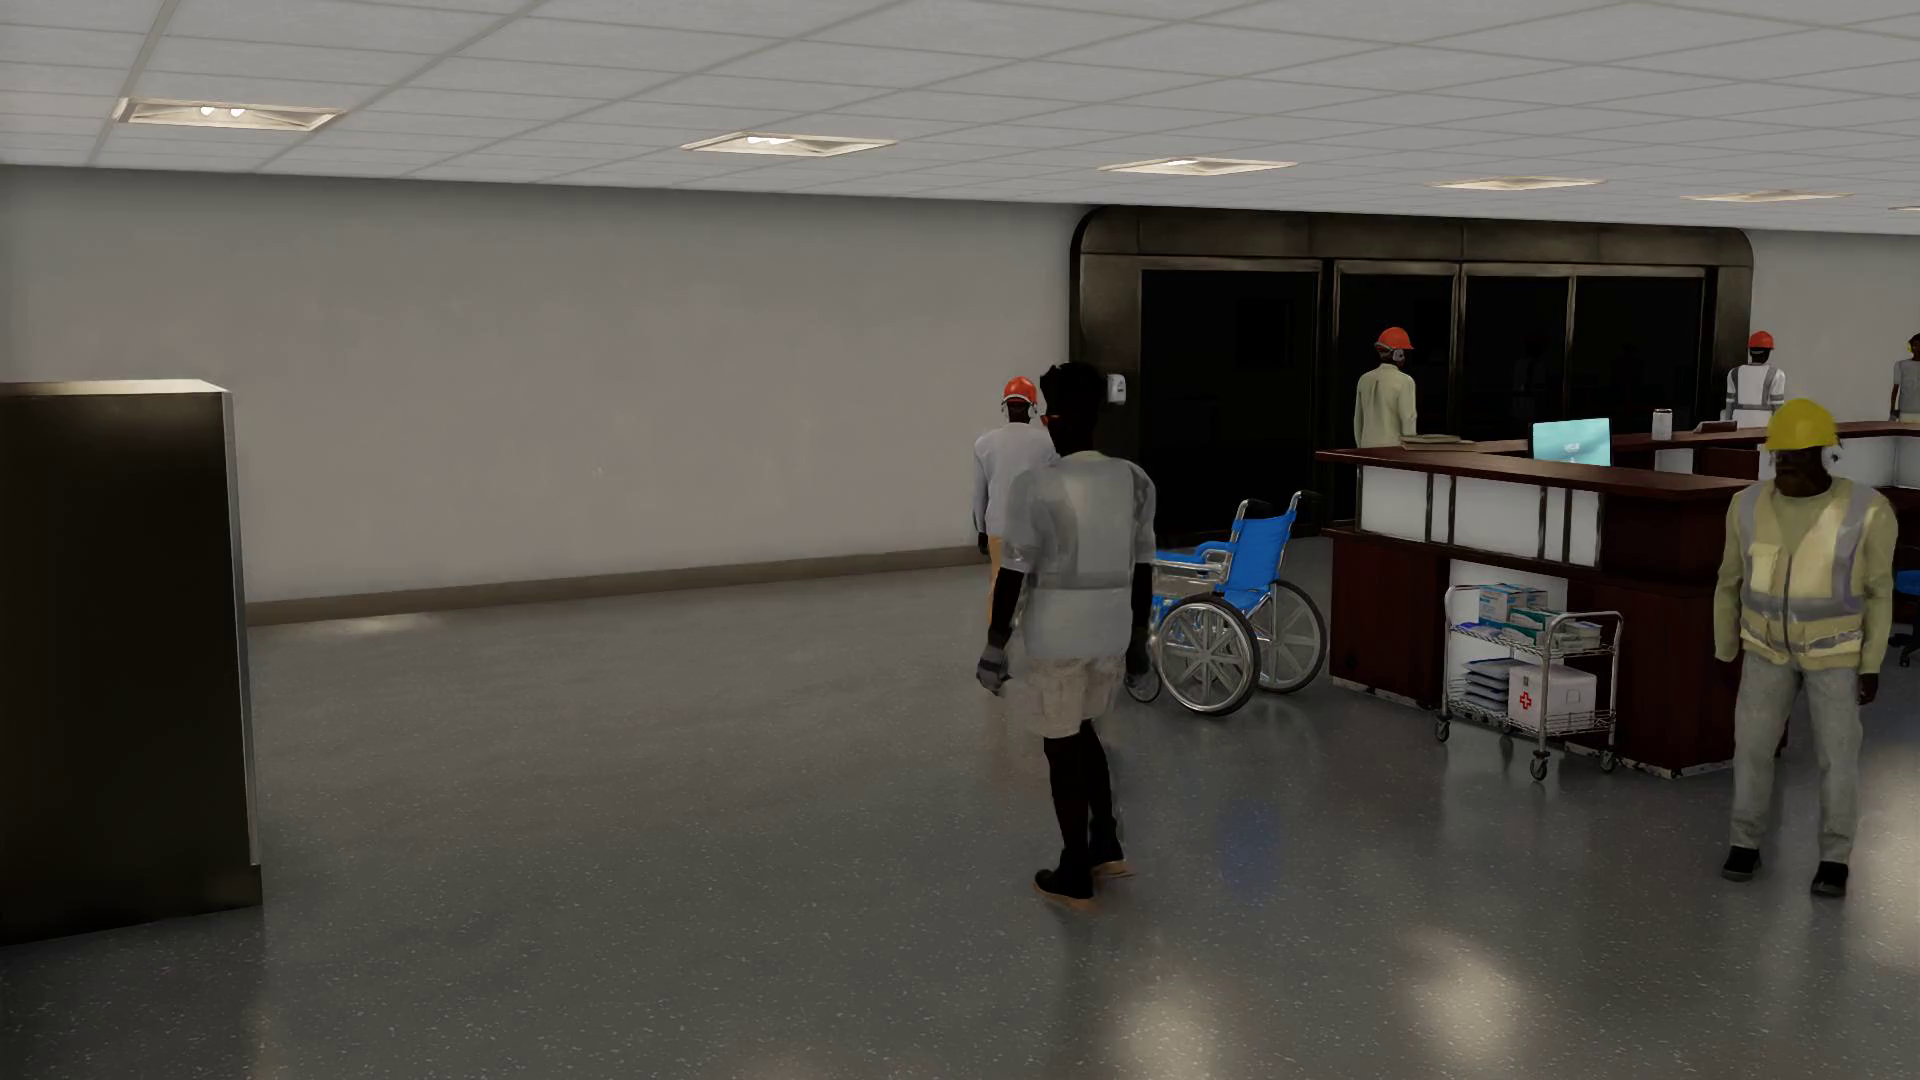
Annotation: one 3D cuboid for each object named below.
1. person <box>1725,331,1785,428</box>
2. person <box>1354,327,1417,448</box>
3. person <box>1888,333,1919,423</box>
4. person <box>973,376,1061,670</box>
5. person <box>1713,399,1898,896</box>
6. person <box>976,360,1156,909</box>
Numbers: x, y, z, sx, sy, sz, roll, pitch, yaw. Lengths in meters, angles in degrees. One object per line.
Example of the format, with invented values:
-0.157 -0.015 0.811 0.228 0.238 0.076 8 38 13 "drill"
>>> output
7.801 -1.083 16.328 0.387 1.929 0.546 -7 11 -42 "person"
3.439 -0.709 13.370 0.395 1.993 0.614 -5 9 -30 "person"
11.062 -1.462 19.281 0.521 1.870 0.319 2 8 11 "person"
0.355 -0.088 9.778 0.565 1.743 0.355 3 8 20 "person"
3.049 0.394 6.067 0.452 1.814 0.596 -8 11 -44 "person"
0.374 0.338 5.939 0.624 1.948 0.463 -6 10 -37 "person"
